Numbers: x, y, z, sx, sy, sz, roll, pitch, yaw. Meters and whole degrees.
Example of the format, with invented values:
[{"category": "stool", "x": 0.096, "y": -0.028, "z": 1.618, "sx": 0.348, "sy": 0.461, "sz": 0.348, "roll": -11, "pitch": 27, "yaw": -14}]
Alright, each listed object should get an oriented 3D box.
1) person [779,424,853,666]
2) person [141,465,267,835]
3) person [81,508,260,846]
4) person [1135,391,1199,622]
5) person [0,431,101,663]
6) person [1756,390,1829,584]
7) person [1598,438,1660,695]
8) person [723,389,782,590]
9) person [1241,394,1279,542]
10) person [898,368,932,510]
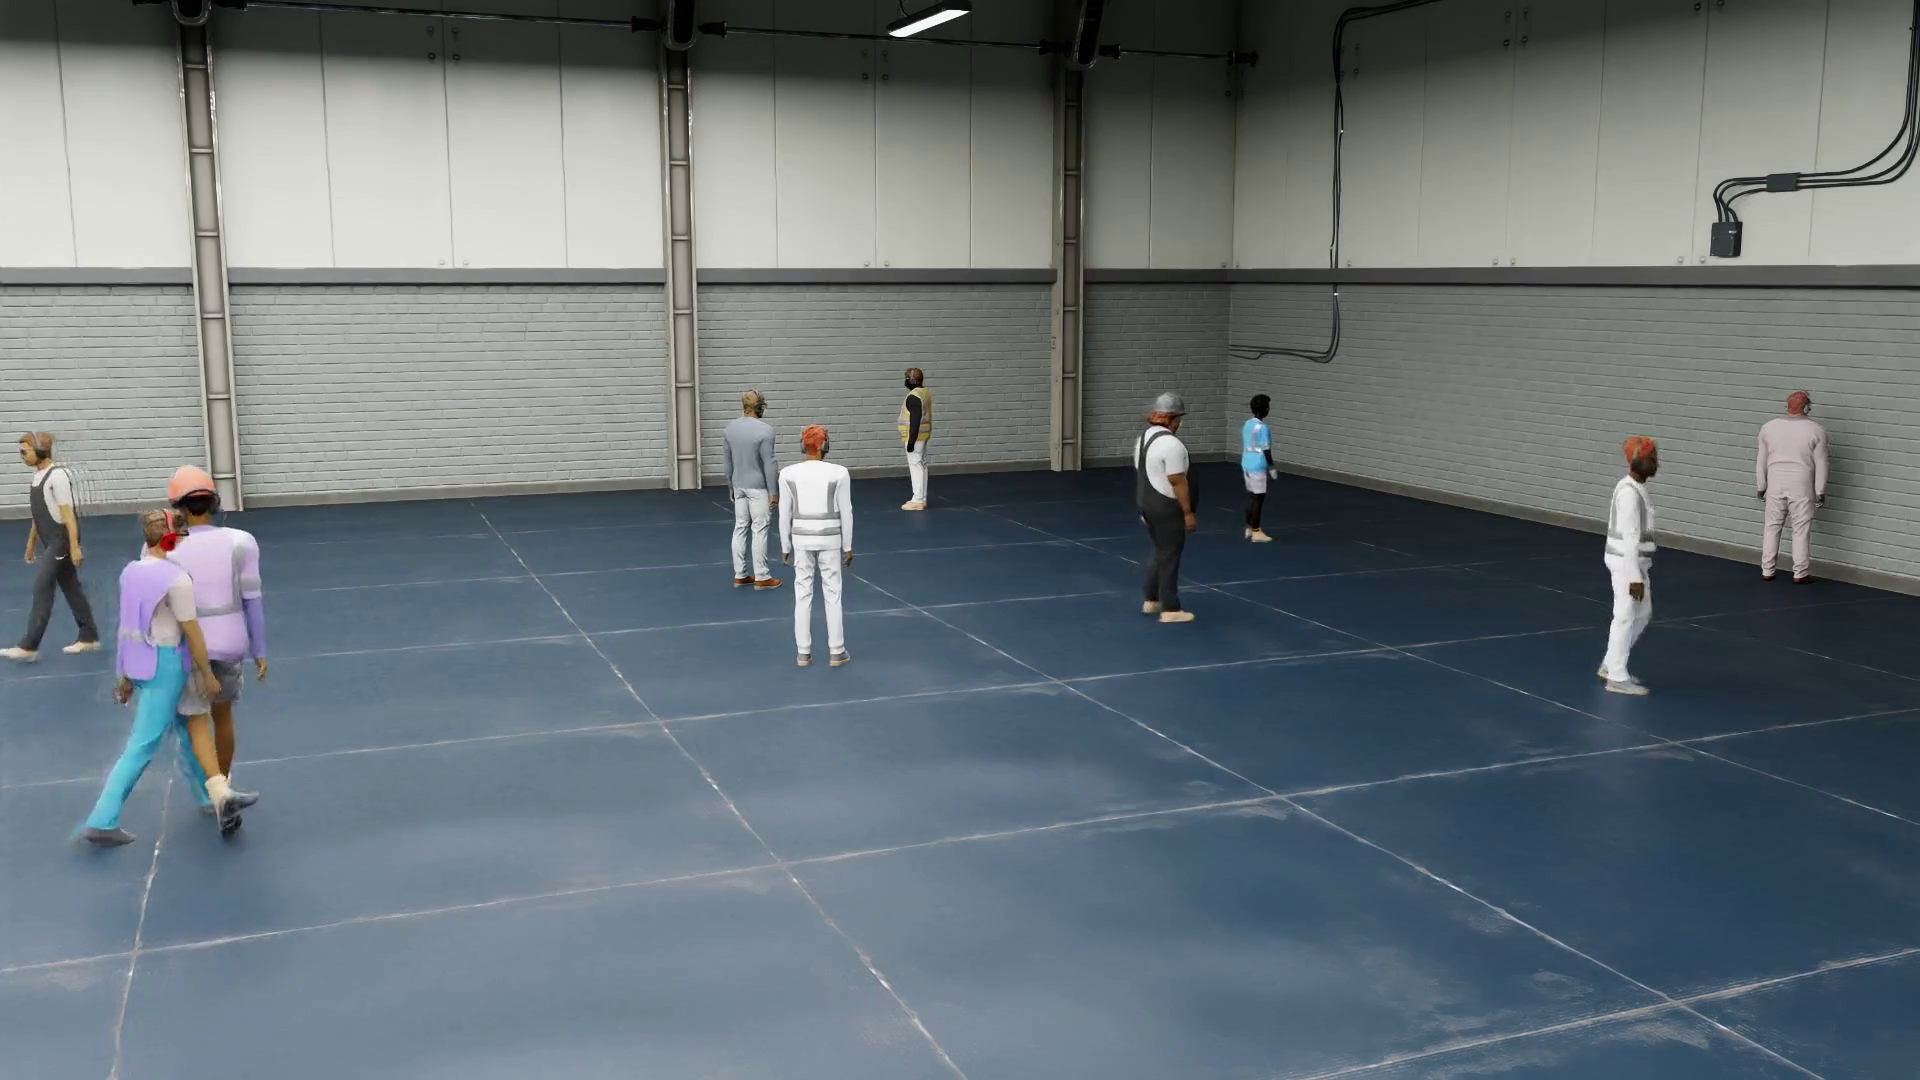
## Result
[{"category": "person", "x": -1.111, "y": 0.045, "z": 12.919, "sx": 0.573, "sy": 1.886, "sz": 0.356, "roll": 1, "pitch": 9, "yaw": 6}, {"category": "person", "x": -4.121, "y": 0.596, "z": 9.126, "sx": 0.607, "sy": 2.008, "sz": 0.922, "roll": -7, "pitch": 11, "yaw": -37}, {"category": "person", "x": -4.336, "y": 0.723, "z": 9.003, "sx": 0.554, "sy": 1.791, "sz": 1.008, "roll": 8, "pitch": 12, "yaw": 43}, {"category": "person", "x": 1.833, "y": -0.295, "z": 14.571, "sx": 0.536, "sy": 2.000, "sz": 0.694, "roll": -2, "pitch": 9, "yaw": -15}, {"category": "person", "x": -7.257, "y": 0.059, "z": 13.077, "sx": 0.881, "sy": 1.807, "sz": 0.528, "roll": -8, "pitch": 12, "yaw": -42}, {"category": "person", "x": 8.213, "y": -0.521, "z": 16.411, "sx": 0.651, "sy": 1.906, "sz": 0.401, "roll": 9, "pitch": 12, "yaw": 43}, {"category": "person", "x": 4.867, "y": 0.194, "z": 12.055, "sx": 0.360, "sy": 1.876, "sz": 0.648, "roll": 5, "pitch": 11, "yaw": 31}, {"category": "person", "x": -2.005, "y": -0.485, "z": 16.084, "sx": 0.635, "sy": 1.936, "sz": 0.353, "roll": 7, "pitch": 11, "yaw": 36}, {"category": "person", "x": 3.394, "y": -0.812, "z": 18.918, "sx": 0.353, "sy": 1.696, "sz": 0.549, "roll": -2, "pitch": 9, "yaw": -10}, {"category": "person", "x": -0.587, "y": -1.311, "z": 21.570, "sx": 0.429, "sy": 1.842, "sz": 0.634, "roll": 2, "pitch": 9, "yaw": 11}]
